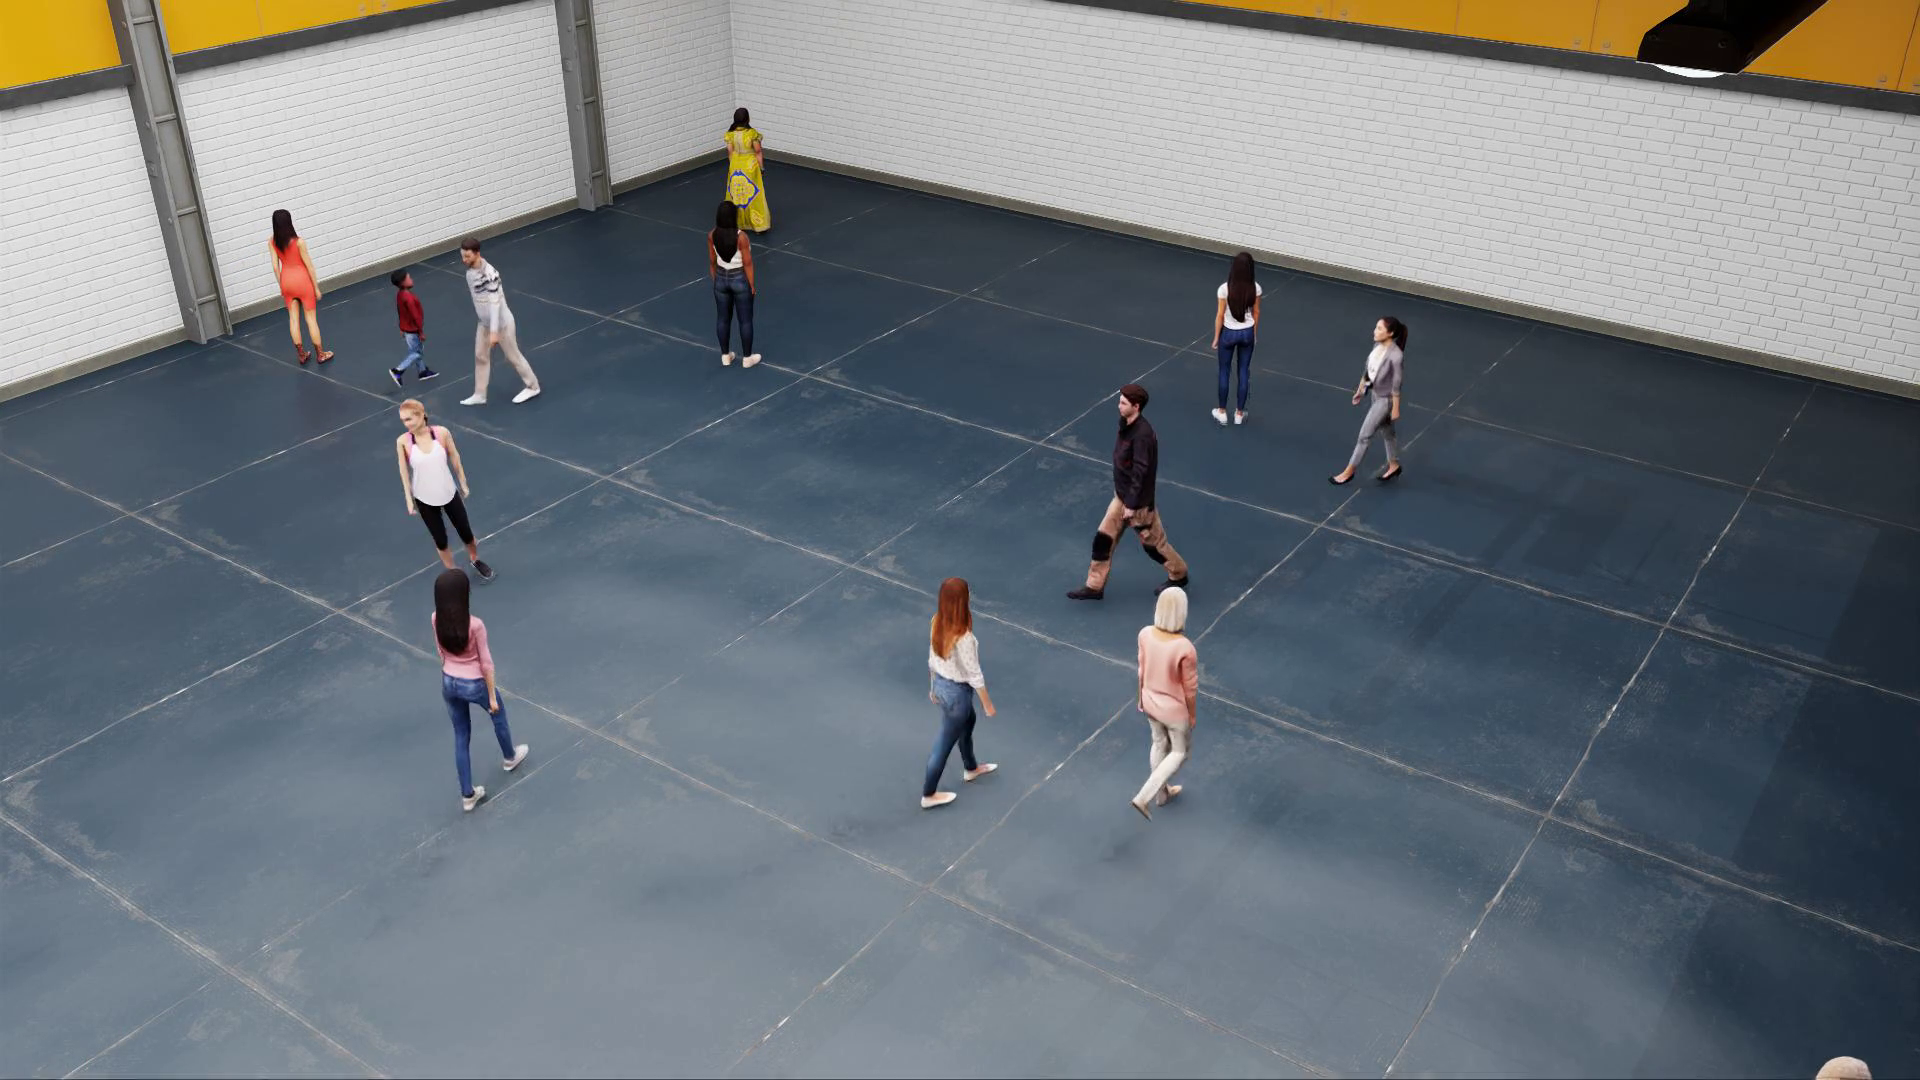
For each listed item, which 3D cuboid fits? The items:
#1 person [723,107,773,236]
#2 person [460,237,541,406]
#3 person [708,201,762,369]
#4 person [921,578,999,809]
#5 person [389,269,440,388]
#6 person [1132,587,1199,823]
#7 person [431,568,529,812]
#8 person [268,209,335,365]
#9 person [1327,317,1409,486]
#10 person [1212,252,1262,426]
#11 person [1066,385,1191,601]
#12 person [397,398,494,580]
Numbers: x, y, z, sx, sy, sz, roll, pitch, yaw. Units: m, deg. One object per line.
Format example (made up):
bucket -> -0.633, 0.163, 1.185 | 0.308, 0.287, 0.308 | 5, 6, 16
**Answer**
person -> -2.811, -4.848, 21.825 | 0.973, 1.660, 0.951 | 6, 29, 10
person -> -4.644, -2.244, 16.878 | 1.142, 1.825, 0.846 | -20, 34, -32
person -> -2.432, -2.736, 17.800 | 0.708, 1.807, 0.692 | 9, 30, 16
person -> -0.123, 1.047, 10.971 | 0.982, 1.704, 0.837 | -12, 31, -21
person -> -5.798, -2.205, 17.416 | 0.825, 1.241, 0.658 | -19, 34, -31
person -> 1.310, 1.108, 10.851 | 0.669, 1.713, 0.890 | 24, 36, 36
person -> -3.306, 1.017, 11.009 | 0.813, 1.721, 1.031 | 6, 29, 11
person -> -7.119, -2.719, 17.860 | 0.675, 1.718, 0.692 | 2, 29, 3
person -> 3.957, -1.254, 15.257 | 1.052, 1.640, 1.013 | -3, 29, -5
person -> 2.738, -1.990, 16.466 | 0.710, 1.774, 0.759 | -2, 29, -3
person -> 1.492, -0.325, 13.306 | 1.348, 1.877, 1.178 | -9, 30, -16
person -> -4.208, -0.353, 13.482 | 0.849, 1.758, 0.938 | -16, 32, -26
